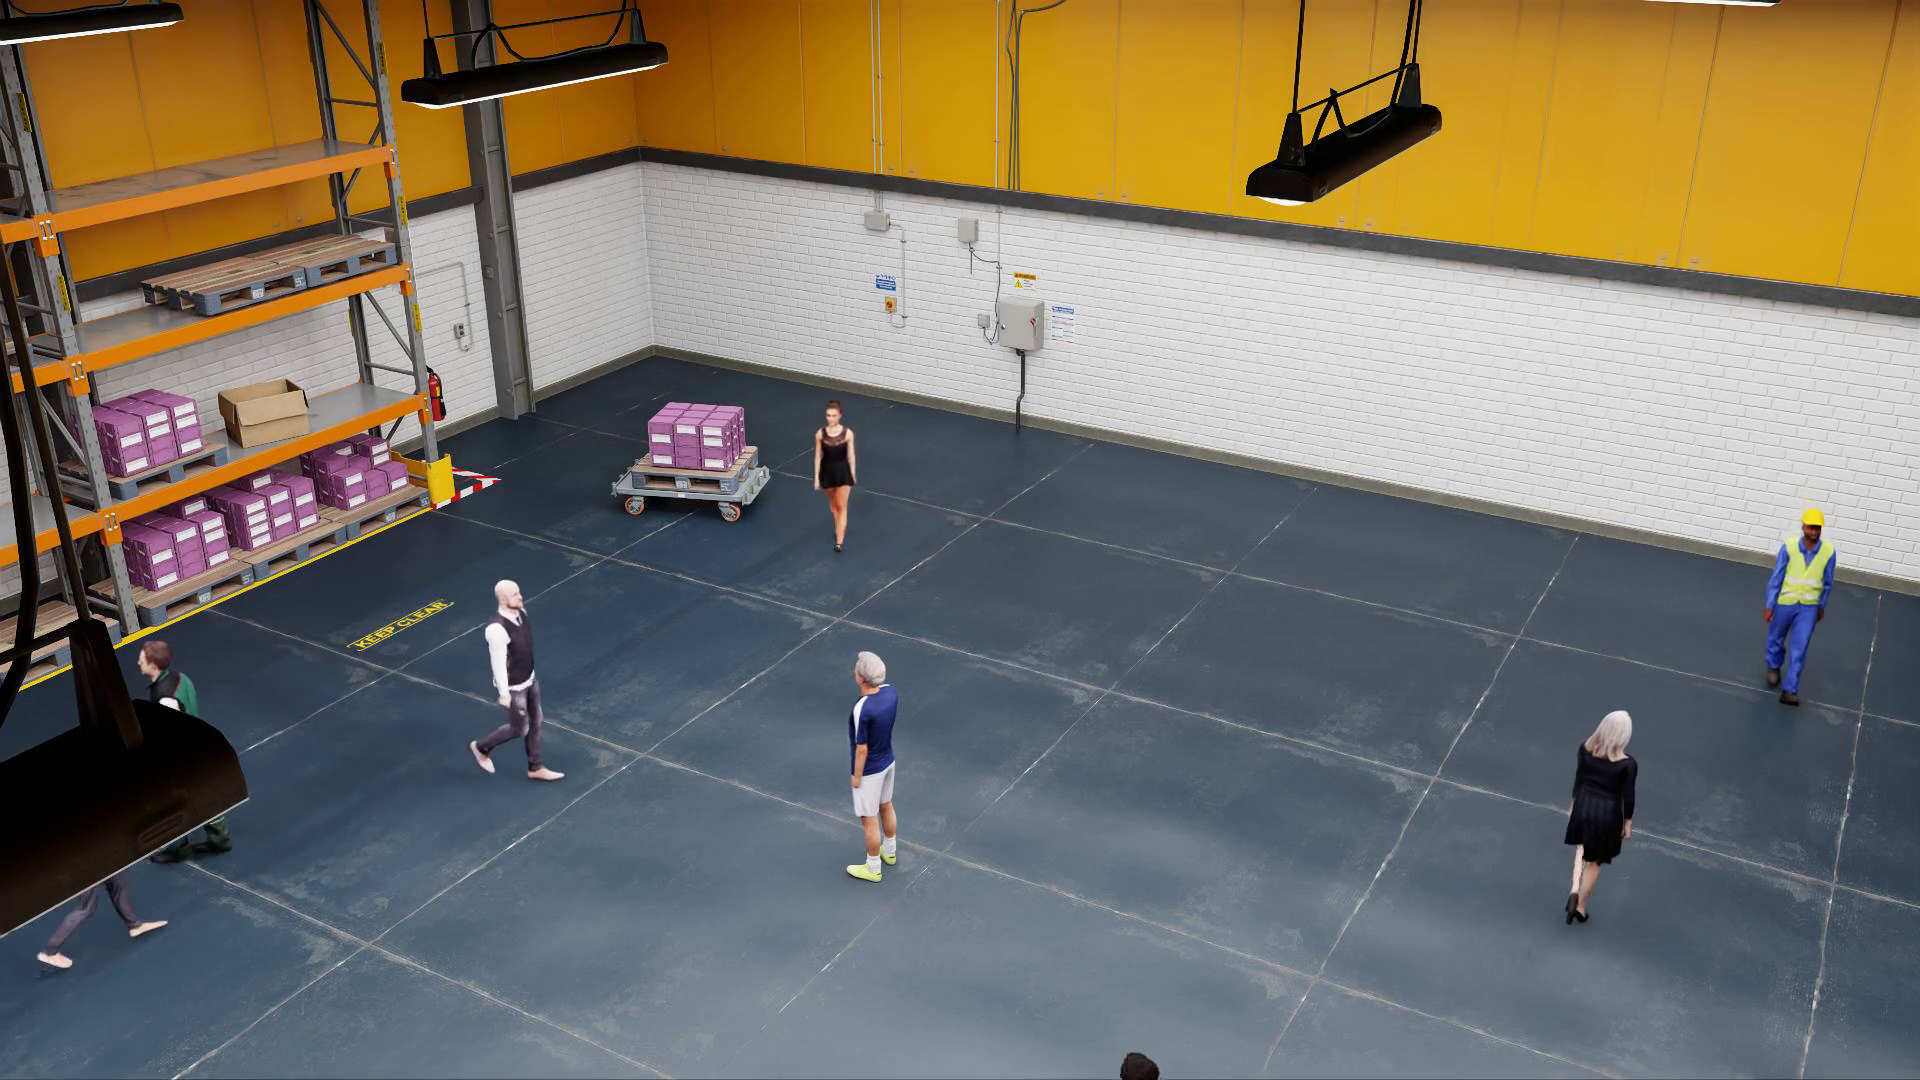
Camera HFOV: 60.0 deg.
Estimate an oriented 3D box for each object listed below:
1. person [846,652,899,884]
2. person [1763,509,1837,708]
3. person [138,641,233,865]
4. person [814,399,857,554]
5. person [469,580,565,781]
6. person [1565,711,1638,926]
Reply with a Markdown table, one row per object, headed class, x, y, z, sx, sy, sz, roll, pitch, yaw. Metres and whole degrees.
| class | x | y | z | sx | sy | sz | roll | pitch | yaw |
| --- | --- | --- | --- | --- | --- | --- | --- | --- | --- |
| person | -0.640 | 1.655 | 12.285 | 0.692 | 1.839 | 0.489 | 12 | 26 | 25 |
| person | 7.475 | 0.548 | 14.902 | 0.828 | 1.771 | 1.209 | 8 | 25 | 18 |
| person | -5.773 | 1.585 | 12.466 | 0.955 | 1.821 | 0.896 | -5 | 24 | -12 |
| person | -1.327 | -0.725 | 17.985 | 0.856 | 1.634 | 1.156 | 3 | 24 | 7 |
| person | -3.659 | 1.162 | 13.453 | 0.981 | 1.807 | 1.038 | 3 | 24 | 6 |
| person | 4.424 | 1.990 | 11.650 | 0.753 | 1.735 | 0.715 | -21 | 31 | -40 |
